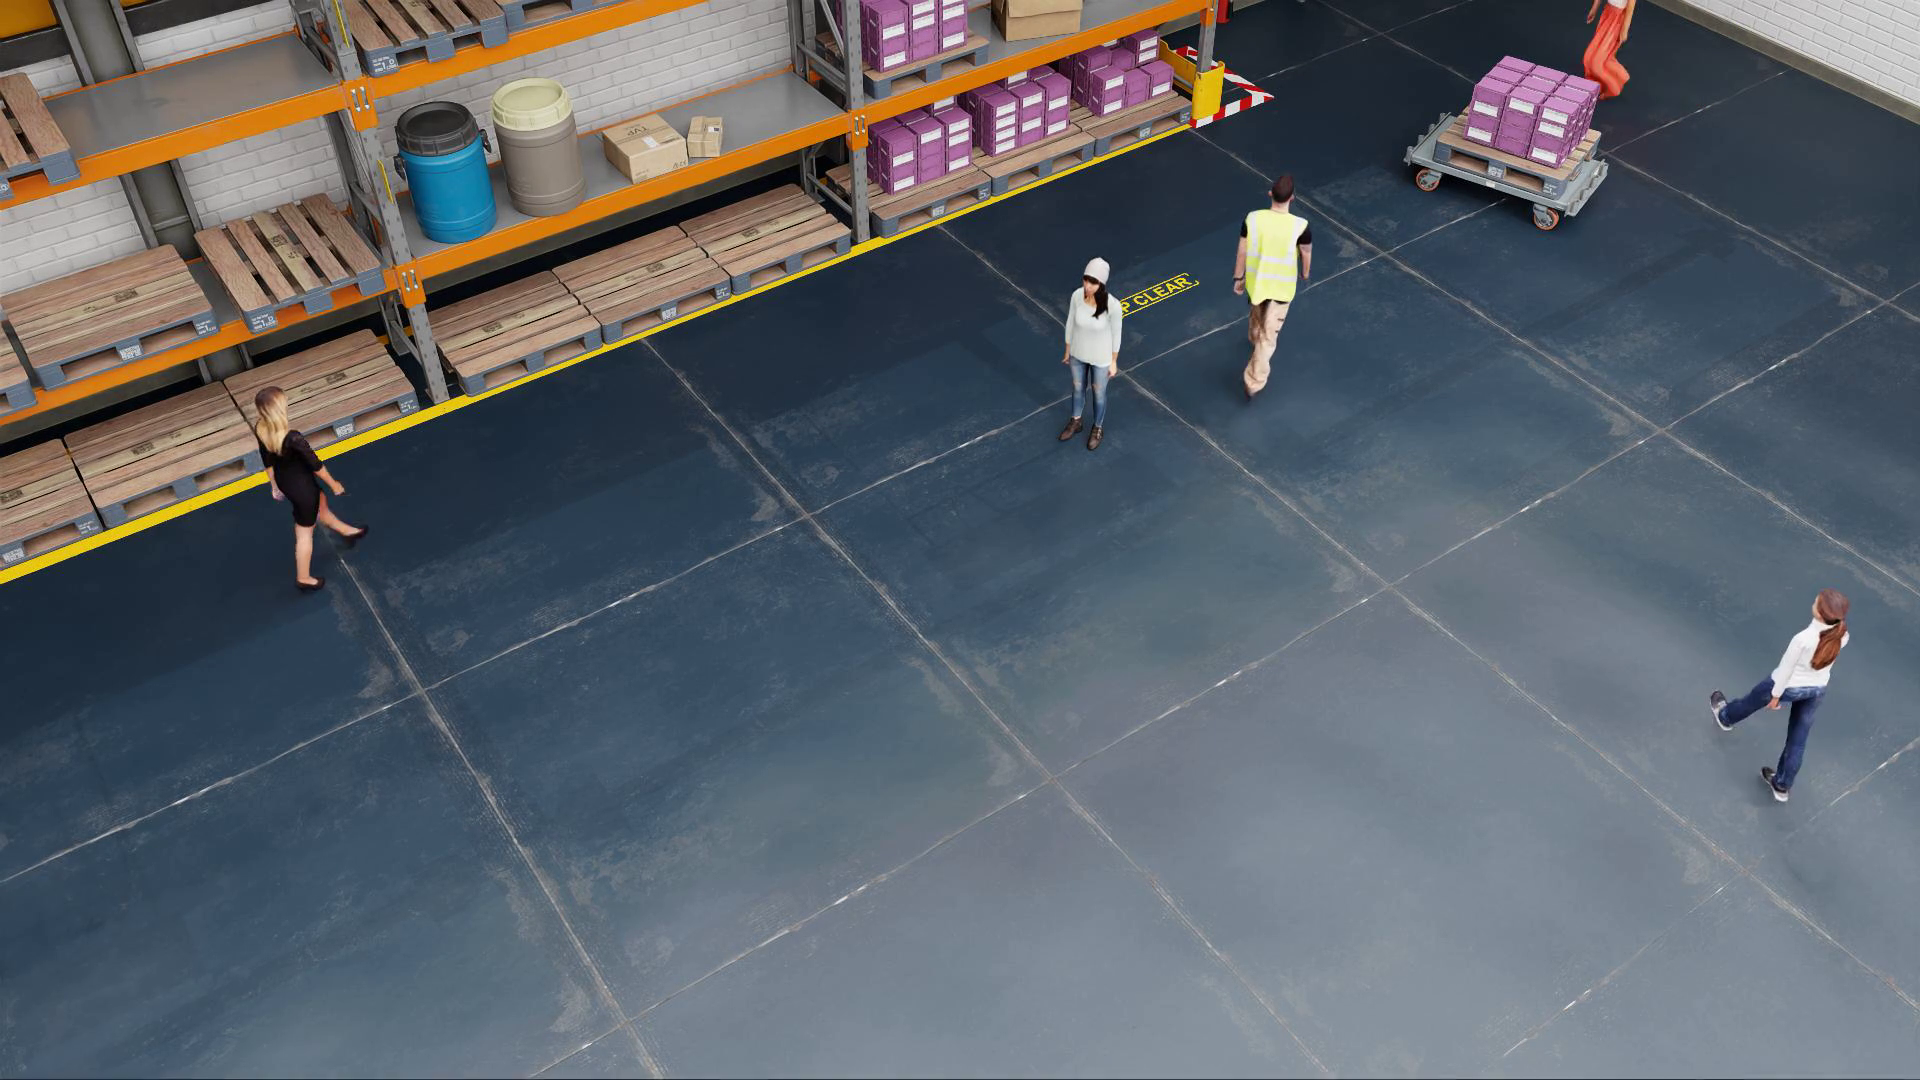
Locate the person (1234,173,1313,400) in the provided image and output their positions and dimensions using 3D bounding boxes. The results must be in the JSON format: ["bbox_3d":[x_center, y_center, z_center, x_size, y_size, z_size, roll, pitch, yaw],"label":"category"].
[{"bbox_3d":[2.384,-1.912,12.850,1.078,1.790,1.284,17,46,17],"label":"person"}]

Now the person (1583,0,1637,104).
[{"bbox_3d":[6.435,-5.048,16.146,0.926,1.785,0.848,-5,44,-5],"label":"person"}]

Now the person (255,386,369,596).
[{"bbox_3d":[-4.531,-0.283,11.247,0.782,1.643,1.026,26,49,24],"label":"person"}]

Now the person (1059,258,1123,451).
[{"bbox_3d":[0.981,-1.391,12.409,0.642,1.644,0.634,19,47,19],"label":"person"}]

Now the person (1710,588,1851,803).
[{"bbox_3d":[5.085,0.963,10.033,1.022,1.512,0.947,-1,44,-1],"label":"person"}]
